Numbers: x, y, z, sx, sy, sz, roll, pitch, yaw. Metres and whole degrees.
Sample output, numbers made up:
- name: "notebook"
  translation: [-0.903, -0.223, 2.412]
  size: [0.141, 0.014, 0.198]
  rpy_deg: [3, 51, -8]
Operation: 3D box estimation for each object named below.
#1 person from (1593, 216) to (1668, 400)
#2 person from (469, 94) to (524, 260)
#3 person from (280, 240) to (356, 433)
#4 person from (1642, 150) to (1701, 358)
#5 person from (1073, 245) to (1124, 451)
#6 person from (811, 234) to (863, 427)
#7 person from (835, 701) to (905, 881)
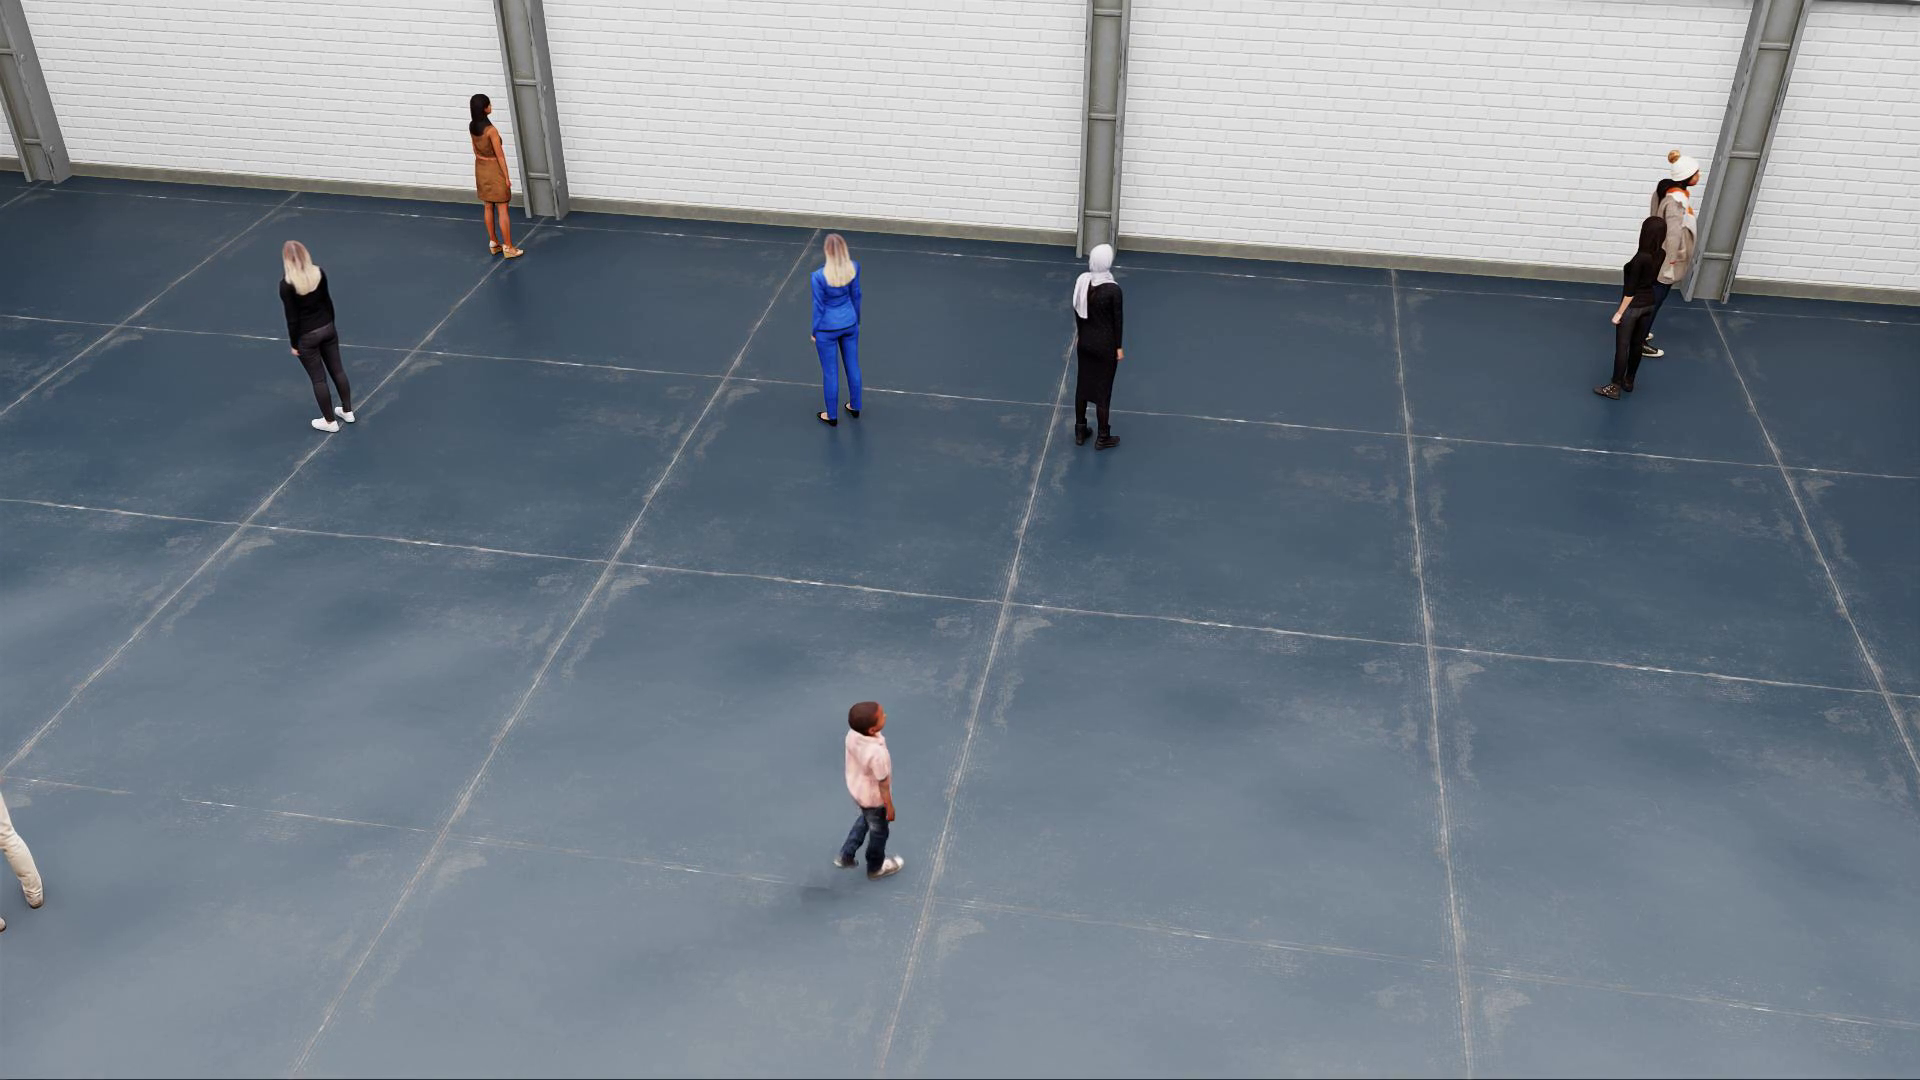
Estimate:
- name: "person"
  translation: [5.820, -2.000, 14.293]
  size: [0.638, 1.642, 0.693]
  rpy_deg: [-22, 40, -30]
- name: "person"
  translation: [-4.714, -3.666, 16.756]
  size: [0.577, 1.690, 0.691]
  rpy_deg: [22, 39, 29]
- name: "person"
  translation: [-5.341, -1.690, 13.786]
  size: [0.667, 1.686, 0.679]
  rpy_deg: [20, 39, 28]
- name: "person"
  translation: [6.304, -2.597, 14.967]
  size: [0.679, 1.890, 0.699]
  rpy_deg: [2, 34, 4]
- name: "person"
  translation: [1.116, -1.561, 13.507]
  size: [0.618, 1.780, 0.739]
  rpy_deg: [23, 40, 30]
- name: "person"
  translation: [-1.018, -1.762, 13.882]
  size: [0.699, 1.701, 0.762]
  rpy_deg: [-21, 39, -28]
- name: "person"
  translation: [-0.563, 1.440, 9.426]
  size: [0.747, 1.300, 0.684]
  rpy_deg: [-20, 38, -27]
